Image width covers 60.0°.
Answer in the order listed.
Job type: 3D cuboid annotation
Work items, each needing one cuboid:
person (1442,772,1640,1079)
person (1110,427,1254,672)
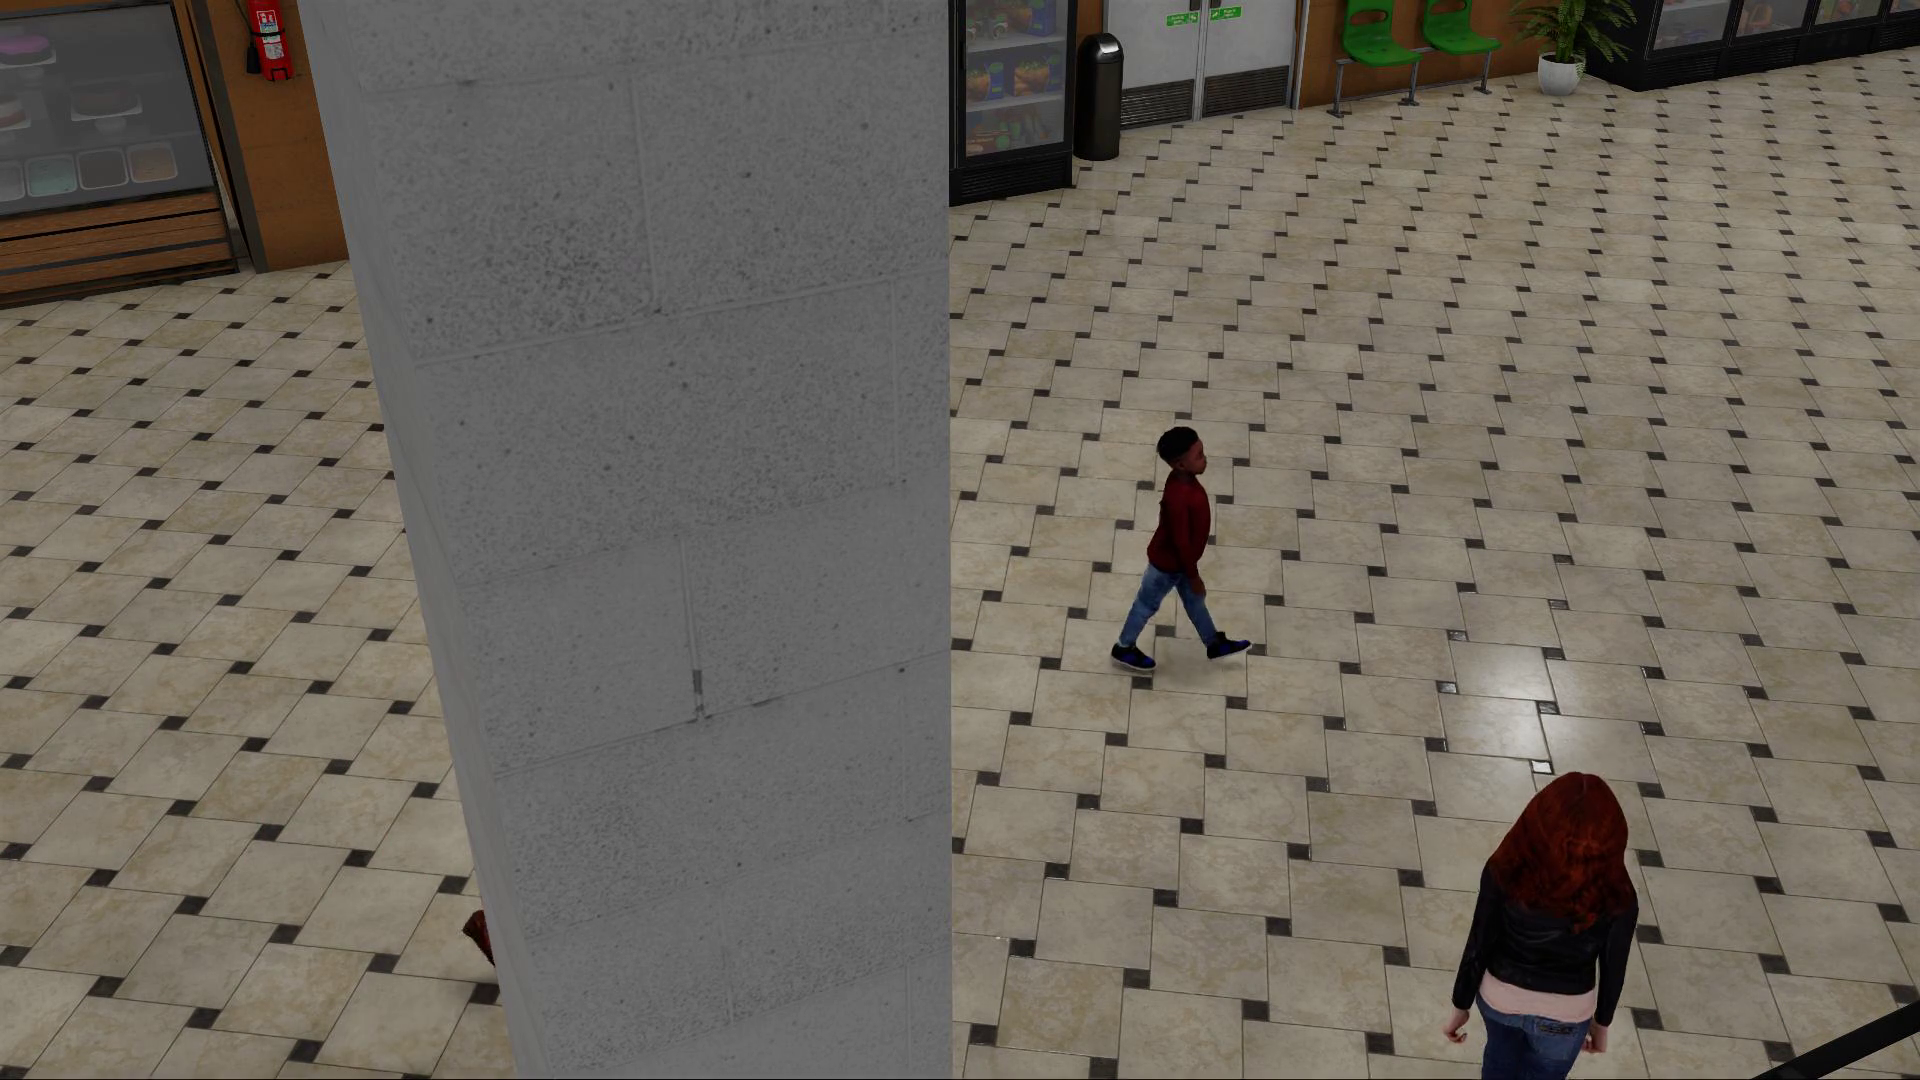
[{"bbox_3d":[1.598,1.449,4.736,1.225,1.743,1.150,17,36,25],"label":"person"},{"bbox_3d":[0.889,0.071,7.435,0.885,1.230,0.857,8,33,13],"label":"person"}]
